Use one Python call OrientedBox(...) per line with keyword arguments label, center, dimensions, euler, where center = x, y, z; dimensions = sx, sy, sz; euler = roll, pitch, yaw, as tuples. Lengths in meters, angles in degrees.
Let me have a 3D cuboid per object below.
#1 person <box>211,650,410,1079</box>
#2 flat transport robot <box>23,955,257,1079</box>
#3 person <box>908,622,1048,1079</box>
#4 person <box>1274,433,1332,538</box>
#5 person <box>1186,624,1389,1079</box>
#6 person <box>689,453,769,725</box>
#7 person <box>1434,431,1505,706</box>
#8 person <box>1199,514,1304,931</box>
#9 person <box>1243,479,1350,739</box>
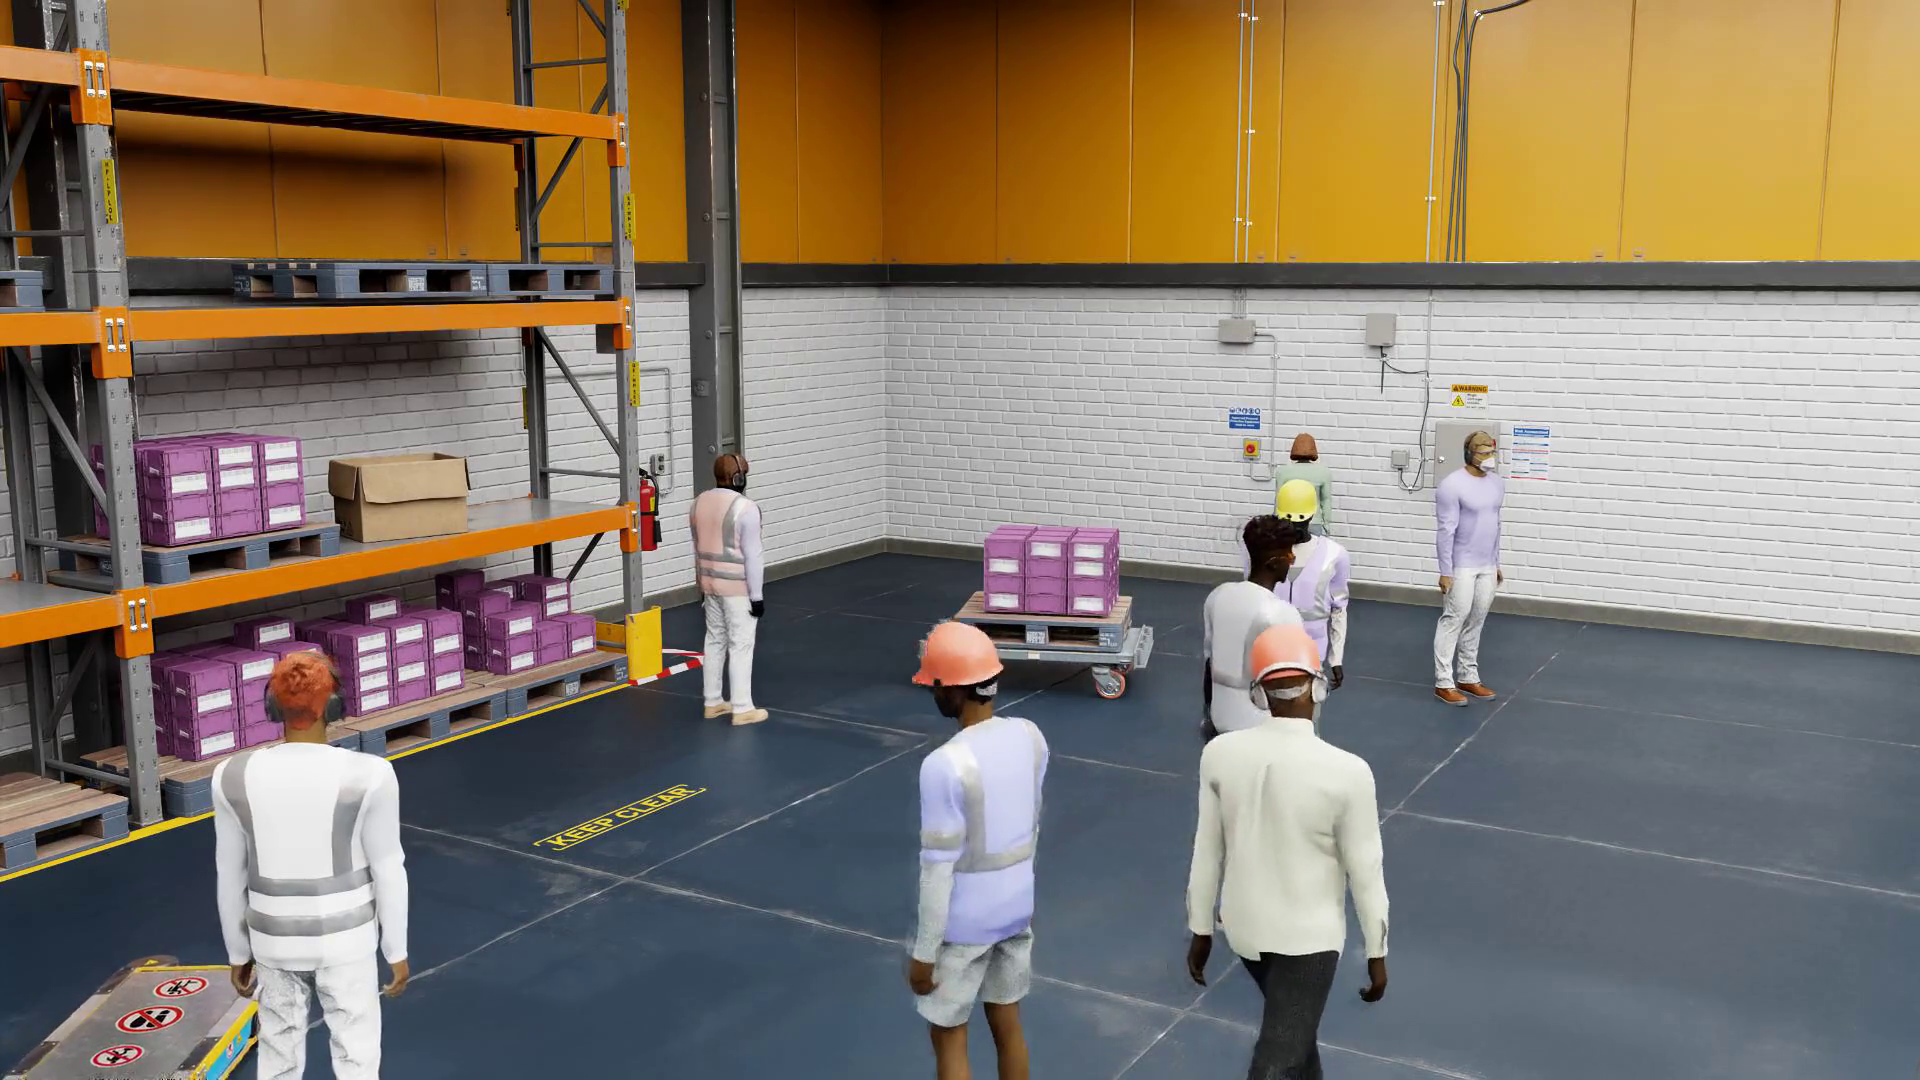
OrientedBox(label="person", center=(-2.016, 1.272, 5.208), dimensions=(0.575, 1.875, 0.339), euler=(0, 9, -1))
OrientedBox(label="flat transport robot", center=(-3.038, 1.911, 6.200), dimensions=(0.652, 0.197, 1.431), euler=(-1, 9, -3))
OrientedBox(label="person", center=(0.045, 1.218, 5.428), dimensions=(0.380, 1.919, 0.572), euler=(9, 13, 43))
OrientedBox(label="person", center=(3.018, -0.126, 14.677), dimensions=(0.507, 1.631, 0.276), euler=(1, 9, 5))
OrientedBox(label="person", center=(0.992, 1.242, 5.242), dimensions=(1.053, 1.933, 0.630), euler=(-8, 12, -42))
OrientedBox(label="person", center=(-1.543, 0.326, 11.226), dimensions=(0.629, 1.837, 0.429), euler=(8, 12, 41))
OrientedBox(label="person", center=(3.598, 0.193, 11.736), dimensions=(0.635, 1.937, 0.352), euler=(-6, 11, -33))
OrientedBox(label="person", center=(1.440, 0.834, 7.701), dimensions=(0.658, 1.942, 0.637), euler=(-4, 10, -24))
OrientedBox(label="person", center=(1.835, 0.611, 9.191), dimensions=(0.585, 1.918, 0.378), euler=(3, 10, 17))
